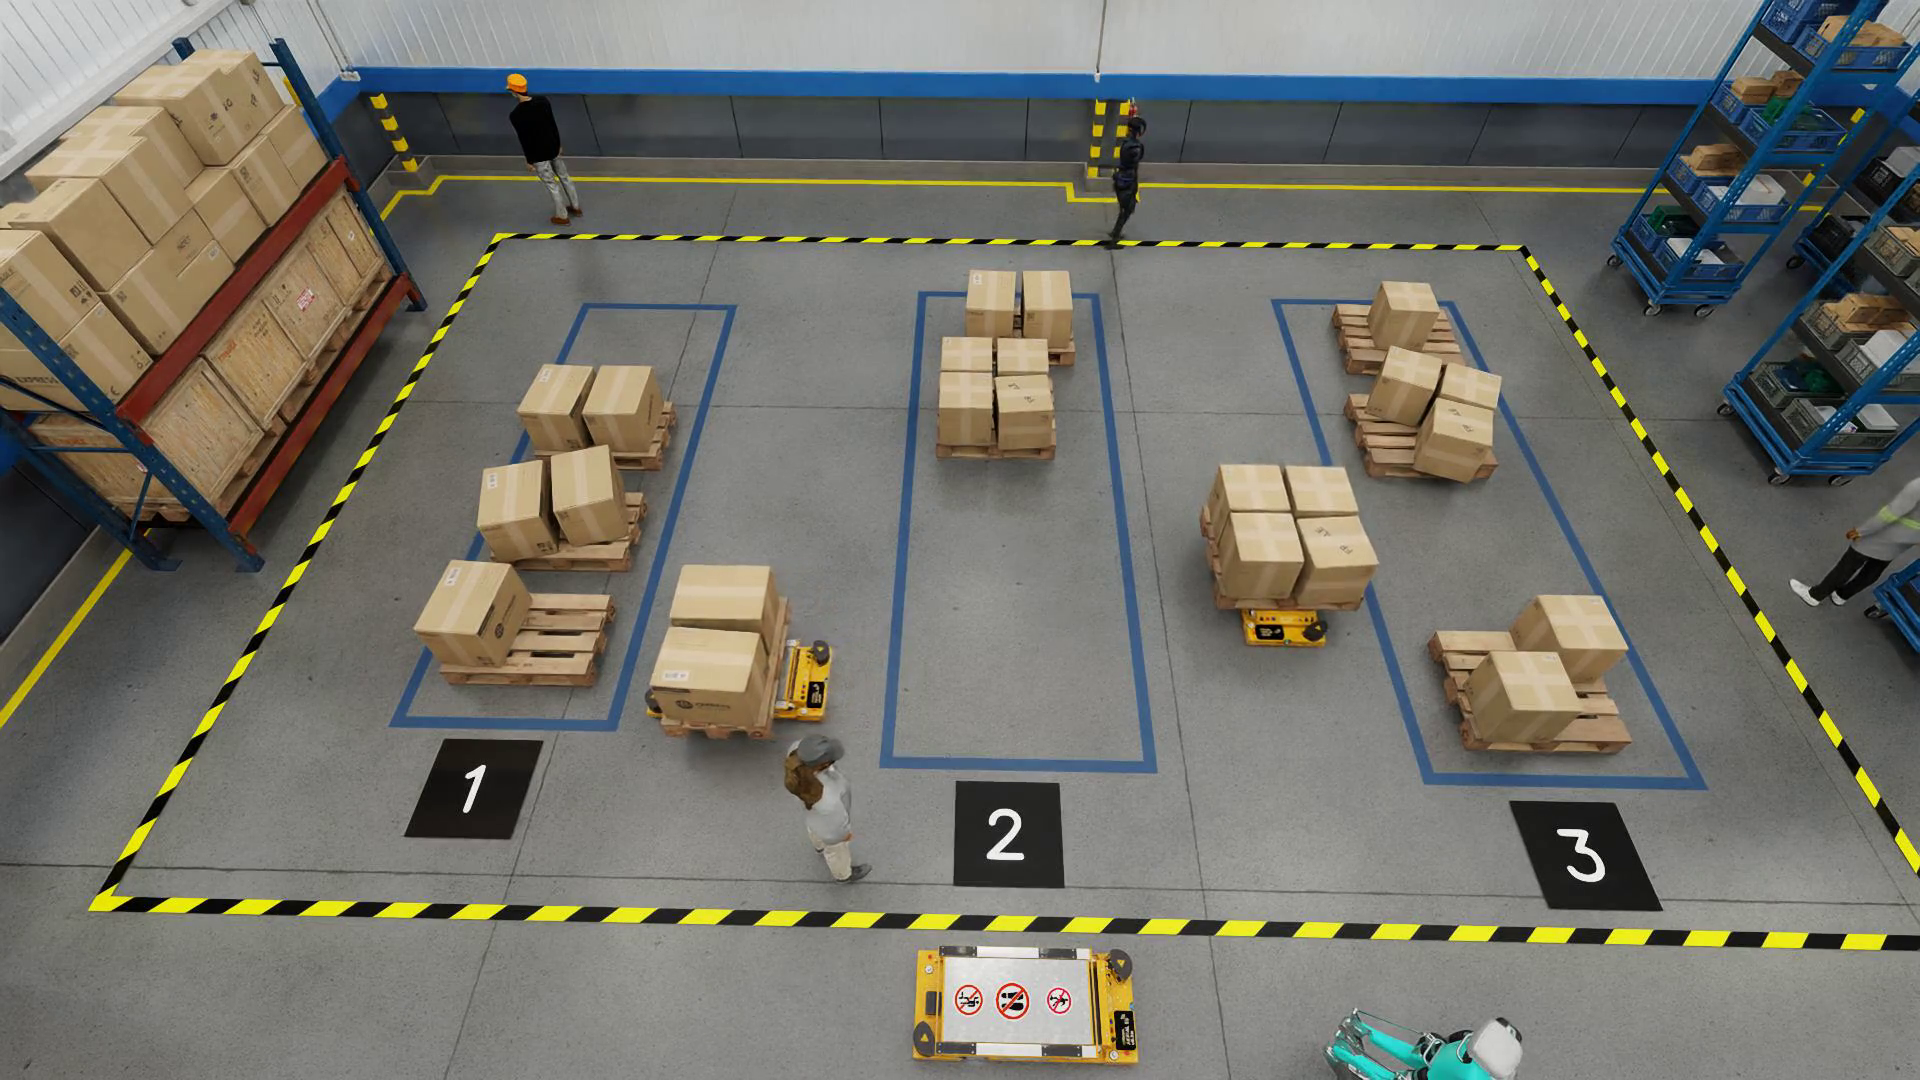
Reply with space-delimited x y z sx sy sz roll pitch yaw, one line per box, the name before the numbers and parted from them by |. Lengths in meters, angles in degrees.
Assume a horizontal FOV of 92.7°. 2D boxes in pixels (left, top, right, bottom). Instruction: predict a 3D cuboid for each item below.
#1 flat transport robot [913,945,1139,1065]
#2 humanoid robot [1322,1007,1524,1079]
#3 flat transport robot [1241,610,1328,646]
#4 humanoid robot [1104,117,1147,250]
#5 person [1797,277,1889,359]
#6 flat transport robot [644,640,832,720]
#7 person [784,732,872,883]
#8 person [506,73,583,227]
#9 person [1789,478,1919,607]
flat transport robot | 0.422 3.041 6.007 1.431 0.231 0.659 1 51 1
humanoid robot | 2.442 2.848 5.134 0.533 1.671 0.735 -35 59 -25
flat transport robot | 2.802 0.296 8.226 0.652 0.197 1.431 1 51 1
humanoid robot | 2.012 -4.288 11.073 0.367 1.643 0.616 -7 51 -5
person | 9.532 -2.500 9.473 0.461 1.895 0.667 36 59 26
flat transport robot | -1.808 1.135 7.542 1.431 0.197 0.652 1 51 1
person | -0.891 1.775 6.075 0.407 1.760 0.564 -28 56 -21
person | -5.166 -4.816 11.371 0.370 1.883 0.586 22 54 17
person | 7.683 -0.101 7.547 0.589 1.852 0.400 2 51 1
